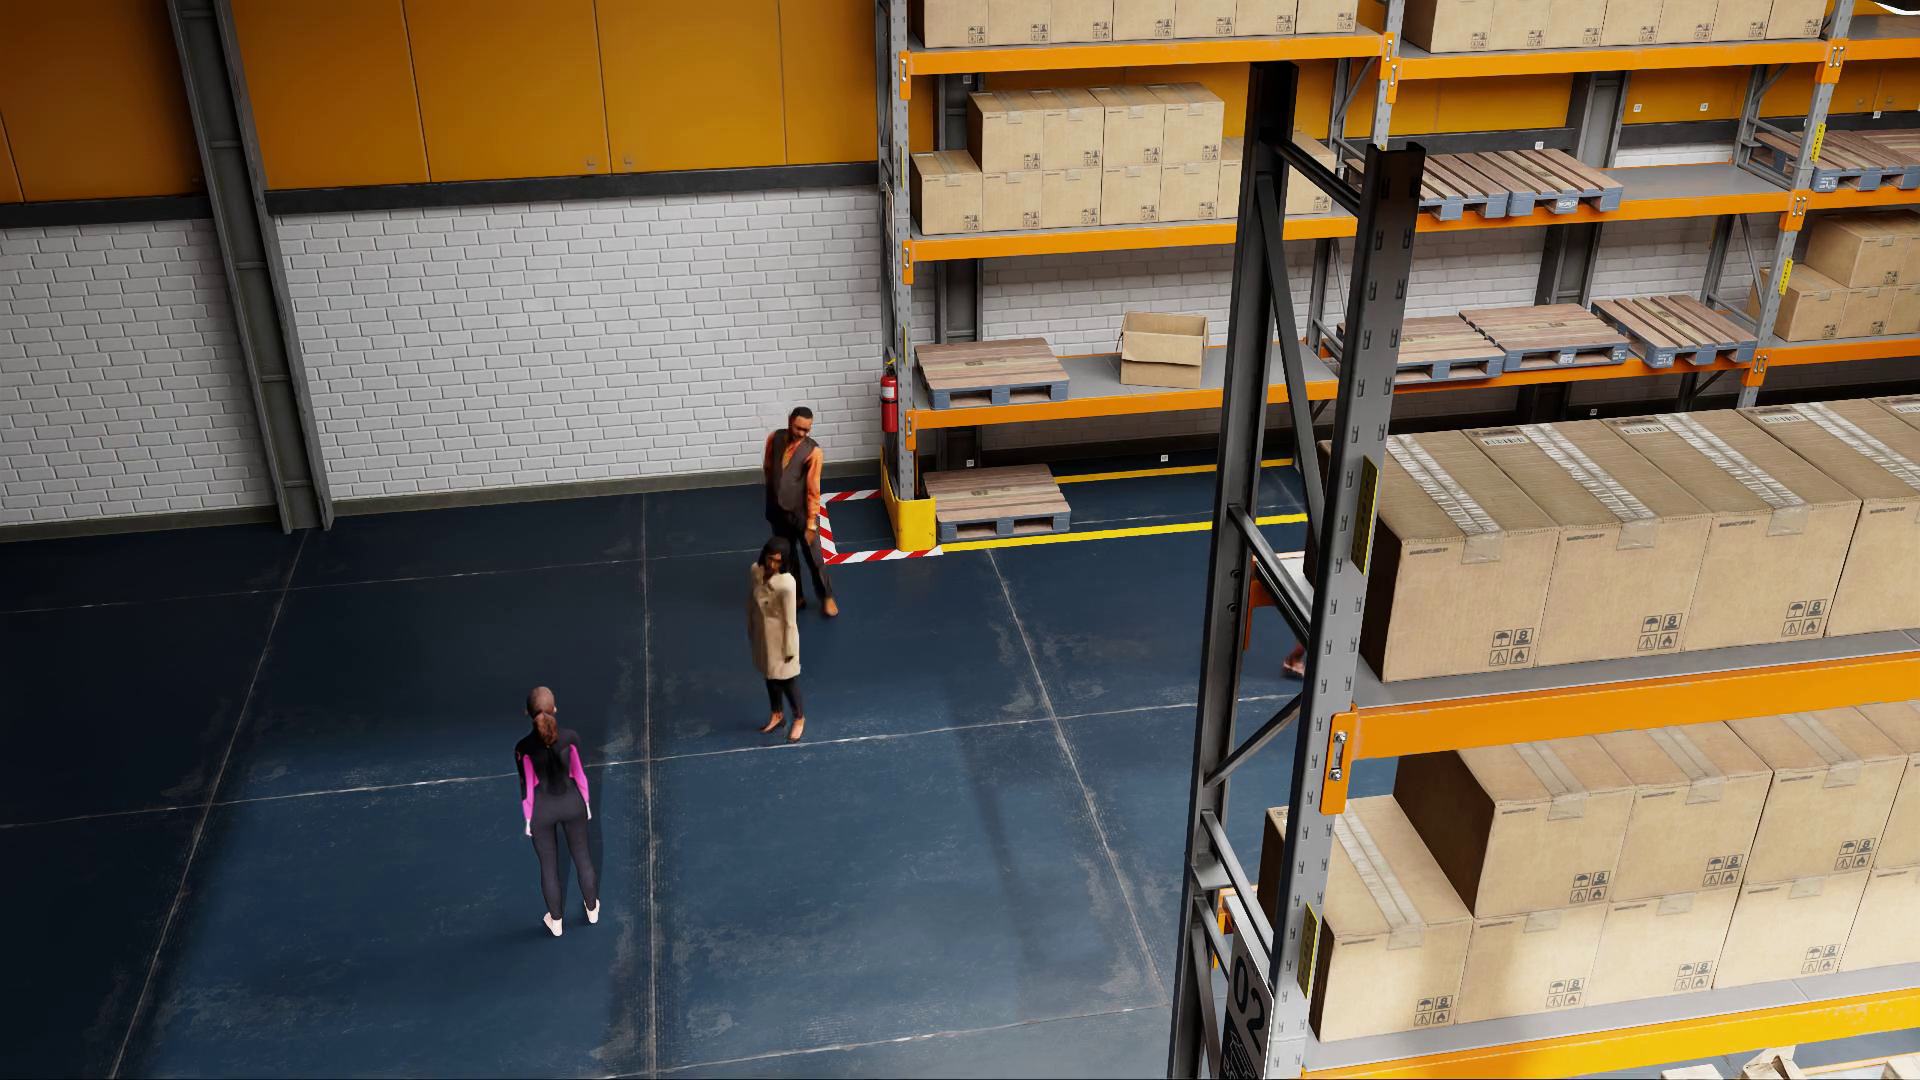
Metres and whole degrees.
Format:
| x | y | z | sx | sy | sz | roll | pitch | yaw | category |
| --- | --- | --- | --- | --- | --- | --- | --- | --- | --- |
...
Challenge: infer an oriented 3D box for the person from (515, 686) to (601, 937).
| x | y | z | sx | sy | sz | roll | pitch | yaw | category |
| --- | --- | --- | --- | --- | --- | --- | --- | --- | --- |
| -2.438 | 1.632 | 10.044 | 0.578 | 1.752 | 0.676 | -13 | 31 | -22 | person |

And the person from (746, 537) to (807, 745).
| x | y | z | sx | sy | sz | roll | pitch | yaw | category |
| --- | --- | --- | --- | --- | --- | --- | --- | --- | --- |
| -1.331 | 0.698 | 11.842 | 0.748 | 1.670 | 0.758 | -13 | 31 | -22 | person |

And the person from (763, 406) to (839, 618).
| x | y | z | sx | sy | sz | roll | pitch | yaw | category |
| --- | --- | --- | --- | --- | --- | --- | --- | --- | --- |
| -1.351 | -0.259 | 13.373 | 0.959 | 1.884 | 0.916 | -20 | 34 | -32 | person |
